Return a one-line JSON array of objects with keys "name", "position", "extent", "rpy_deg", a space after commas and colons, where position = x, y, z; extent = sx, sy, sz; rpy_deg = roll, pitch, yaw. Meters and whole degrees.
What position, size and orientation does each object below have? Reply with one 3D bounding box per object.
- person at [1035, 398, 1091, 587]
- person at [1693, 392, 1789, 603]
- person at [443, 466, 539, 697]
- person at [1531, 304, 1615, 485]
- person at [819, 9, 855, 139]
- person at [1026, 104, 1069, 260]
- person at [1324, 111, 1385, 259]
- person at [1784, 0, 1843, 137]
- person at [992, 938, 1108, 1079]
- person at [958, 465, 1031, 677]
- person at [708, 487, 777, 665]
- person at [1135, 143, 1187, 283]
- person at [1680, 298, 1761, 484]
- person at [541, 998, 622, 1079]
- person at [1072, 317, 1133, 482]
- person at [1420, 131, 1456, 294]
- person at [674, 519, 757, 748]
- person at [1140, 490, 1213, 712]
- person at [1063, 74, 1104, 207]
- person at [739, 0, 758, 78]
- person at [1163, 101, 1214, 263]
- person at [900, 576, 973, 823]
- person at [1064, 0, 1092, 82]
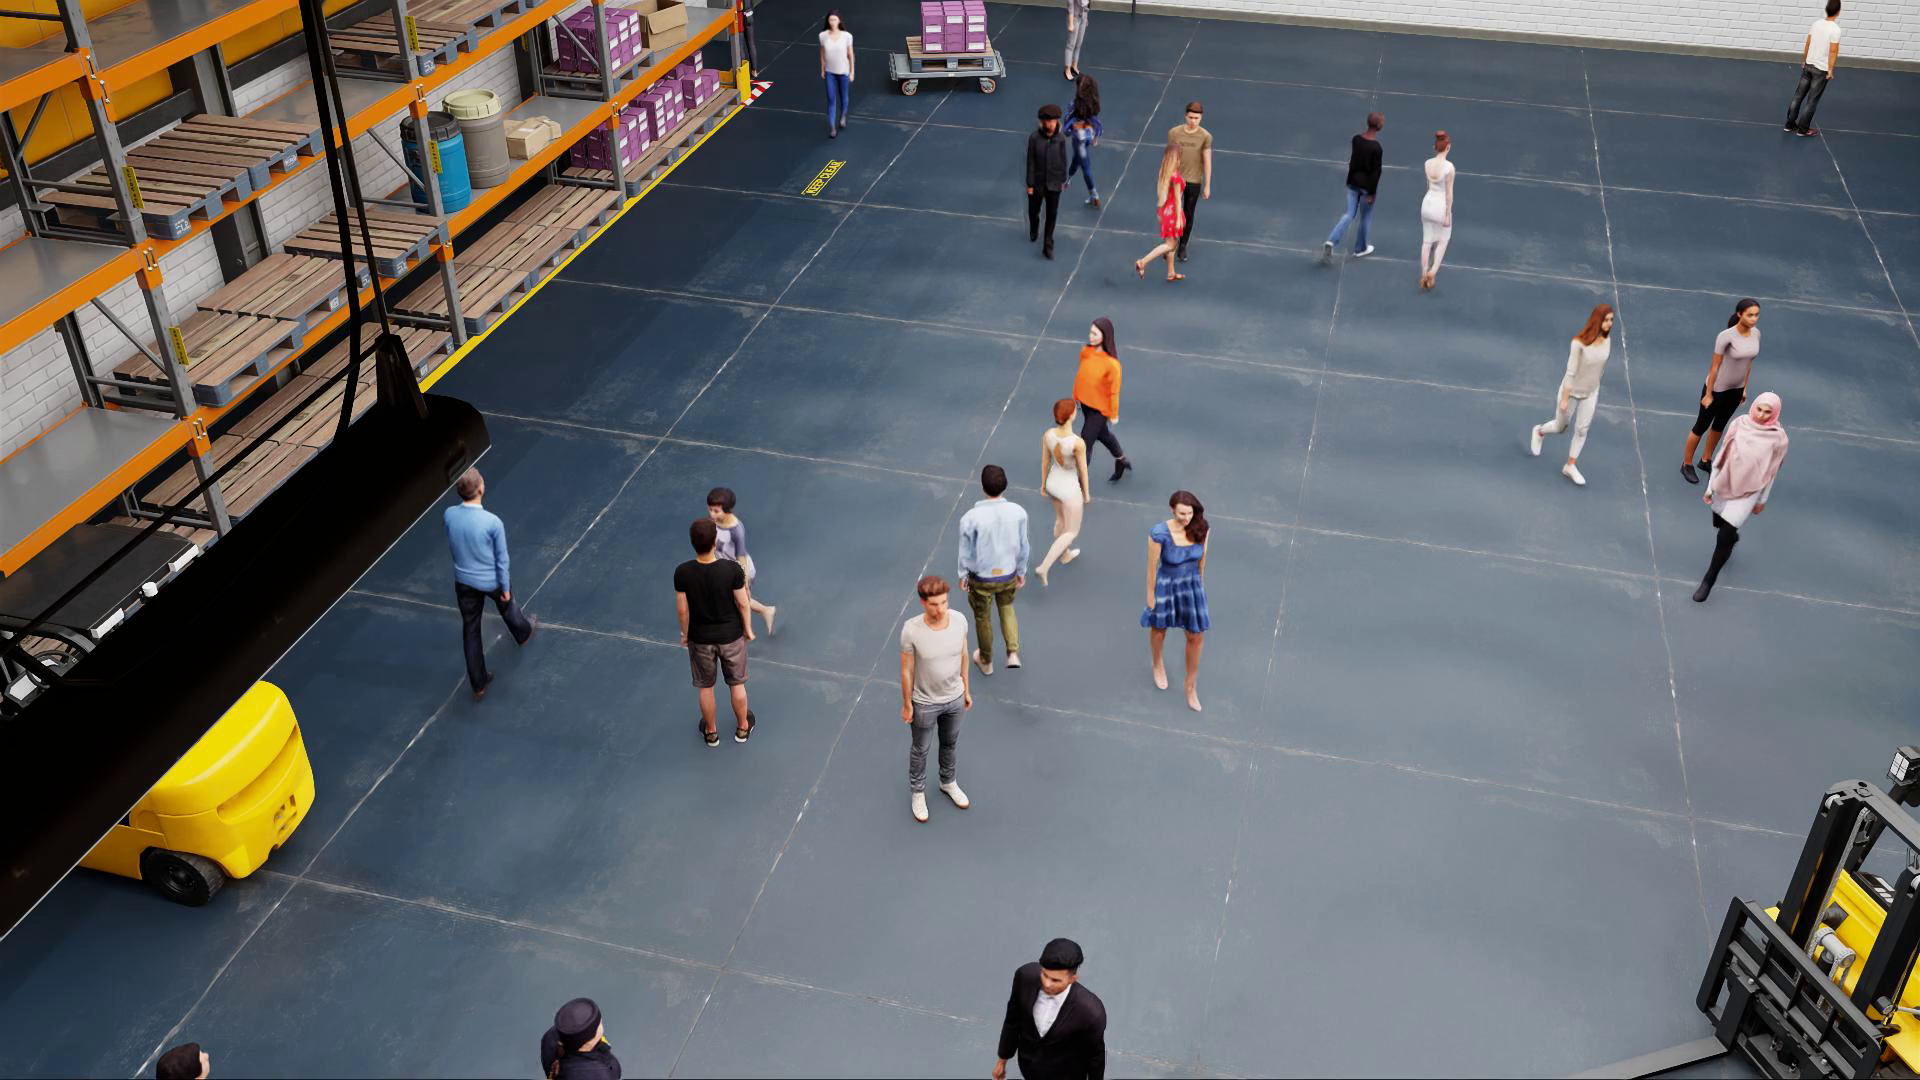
[{"name": "person", "position": [0.803, -0.370, 13.458], "extent": [0.829, 1.624, 1.027], "rpy_deg": [25, 41, 33]}, {"name": "person", "position": [6.271, -0.413, 13.391], "extent": [0.997, 1.769, 1.245], "rpy_deg": [28, 43, 36]}, {"name": "person", "position": [-3.572, 0.332, 12.275], "extent": [0.735, 1.764, 1.170], "rpy_deg": [6, 34, 8]}, {"name": "person", "position": [5.480, -1.356, 14.885], "extent": [0.881, 1.686, 1.033], "rpy_deg": [-10, 35, -14]}, {"name": "person", "position": [-1.629, -6.254, 22.314], "extent": [0.789, 1.619, 1.160], "rpy_deg": [1, 34, 2]}, {"name": "person", "position": [0.957, -4.125, 18.979], "extent": [0.843, 1.766, 1.013], "rpy_deg": [-4, 34, -7]}, {"name": "person", "position": [4.478, -3.970, 18.777], "extent": [1.094, 1.731, 0.956], "rpy_deg": [-24, 40, -31]}, {"name": "person", "position": [11.469, -6.337, 22.273], "extent": [0.778, 1.804, 0.682], "rpy_deg": [-13, 36, -18]}, {"name": "person", "position": [0.532, 2.691, 8.656], "extent": [1.105, 1.841, 1.337], "rpy_deg": [28, 43, 35]}, {"name": "person", "position": [0.264, 0.292, 12.303], "extent": [0.874, 1.799, 0.937], "rpy_deg": [-11, 35, -16]}, {"name": "person", "position": [-1.672, 0.219, 12.642], "extent": [0.942, 1.545, 0.856], "rpy_deg": [-24, 40, -31]}, {"name": "person", "position": [2.221, -3.555, 18.306], "extent": [0.936, 1.562, 0.916], "rpy_deg": [-10, 35, -15]}, {"name": "person", "position": [6.802, -1.348, 14.819], "extent": [0.693, 1.747, 0.712], "rpy_deg": [-10, 35, -15]}, {"name": "person", "position": [-1.924, 2.977, 8.388], "extent": [0.846, 1.662, 0.881], "rpy_deg": [25, 41, 32]}, {"name": "person", "position": [1.262, -1.163, 14.577], "extent": [1.168, 1.705, 1.089], "rpy_deg": [-20, 38, -27]}, {"name": "person", "position": [5.080, -3.521, 18.062], "extent": [0.792, 1.774, 0.751], "rpy_deg": [-21, 39, -29]}, {"name": "person", "position": [-1.725, 0.662, 11.692], "extent": [0.761, 1.860, 0.729], "rpy_deg": [-4, 34, -6]}, {"name": "person", "position": [1.551, 0.372, 12.200], "extent": [0.875, 1.781, 0.969], "rpy_deg": [-9, 35, -13]}, {"name": "person", "position": [1.530, -4.816, 20.200], "extent": [1.080, 1.565, 1.059], "rpy_deg": [-24, 41, -32]}, {"name": "person", "position": [-3.172, -7.620, 24.234], "extent": [0.745, 1.768, 0.609], "rpy_deg": [25, 41, 32]}, {"name": "person", "position": [2.568, -4.098, 18.868], "extent": [0.706, 1.844, 0.659], "rpy_deg": [7, 34, 10]}, {"name": "person", "position": [-0.162, 1.025, 11.111], "extent": [0.734, 1.898, 0.778], "rpy_deg": [-15, 37, -22]}, {"name": "person", "position": [1.697, -7.564, 24.233], "extent": [0.757, 1.677, 0.627], "rpy_deg": [21, 39, 28]}]
